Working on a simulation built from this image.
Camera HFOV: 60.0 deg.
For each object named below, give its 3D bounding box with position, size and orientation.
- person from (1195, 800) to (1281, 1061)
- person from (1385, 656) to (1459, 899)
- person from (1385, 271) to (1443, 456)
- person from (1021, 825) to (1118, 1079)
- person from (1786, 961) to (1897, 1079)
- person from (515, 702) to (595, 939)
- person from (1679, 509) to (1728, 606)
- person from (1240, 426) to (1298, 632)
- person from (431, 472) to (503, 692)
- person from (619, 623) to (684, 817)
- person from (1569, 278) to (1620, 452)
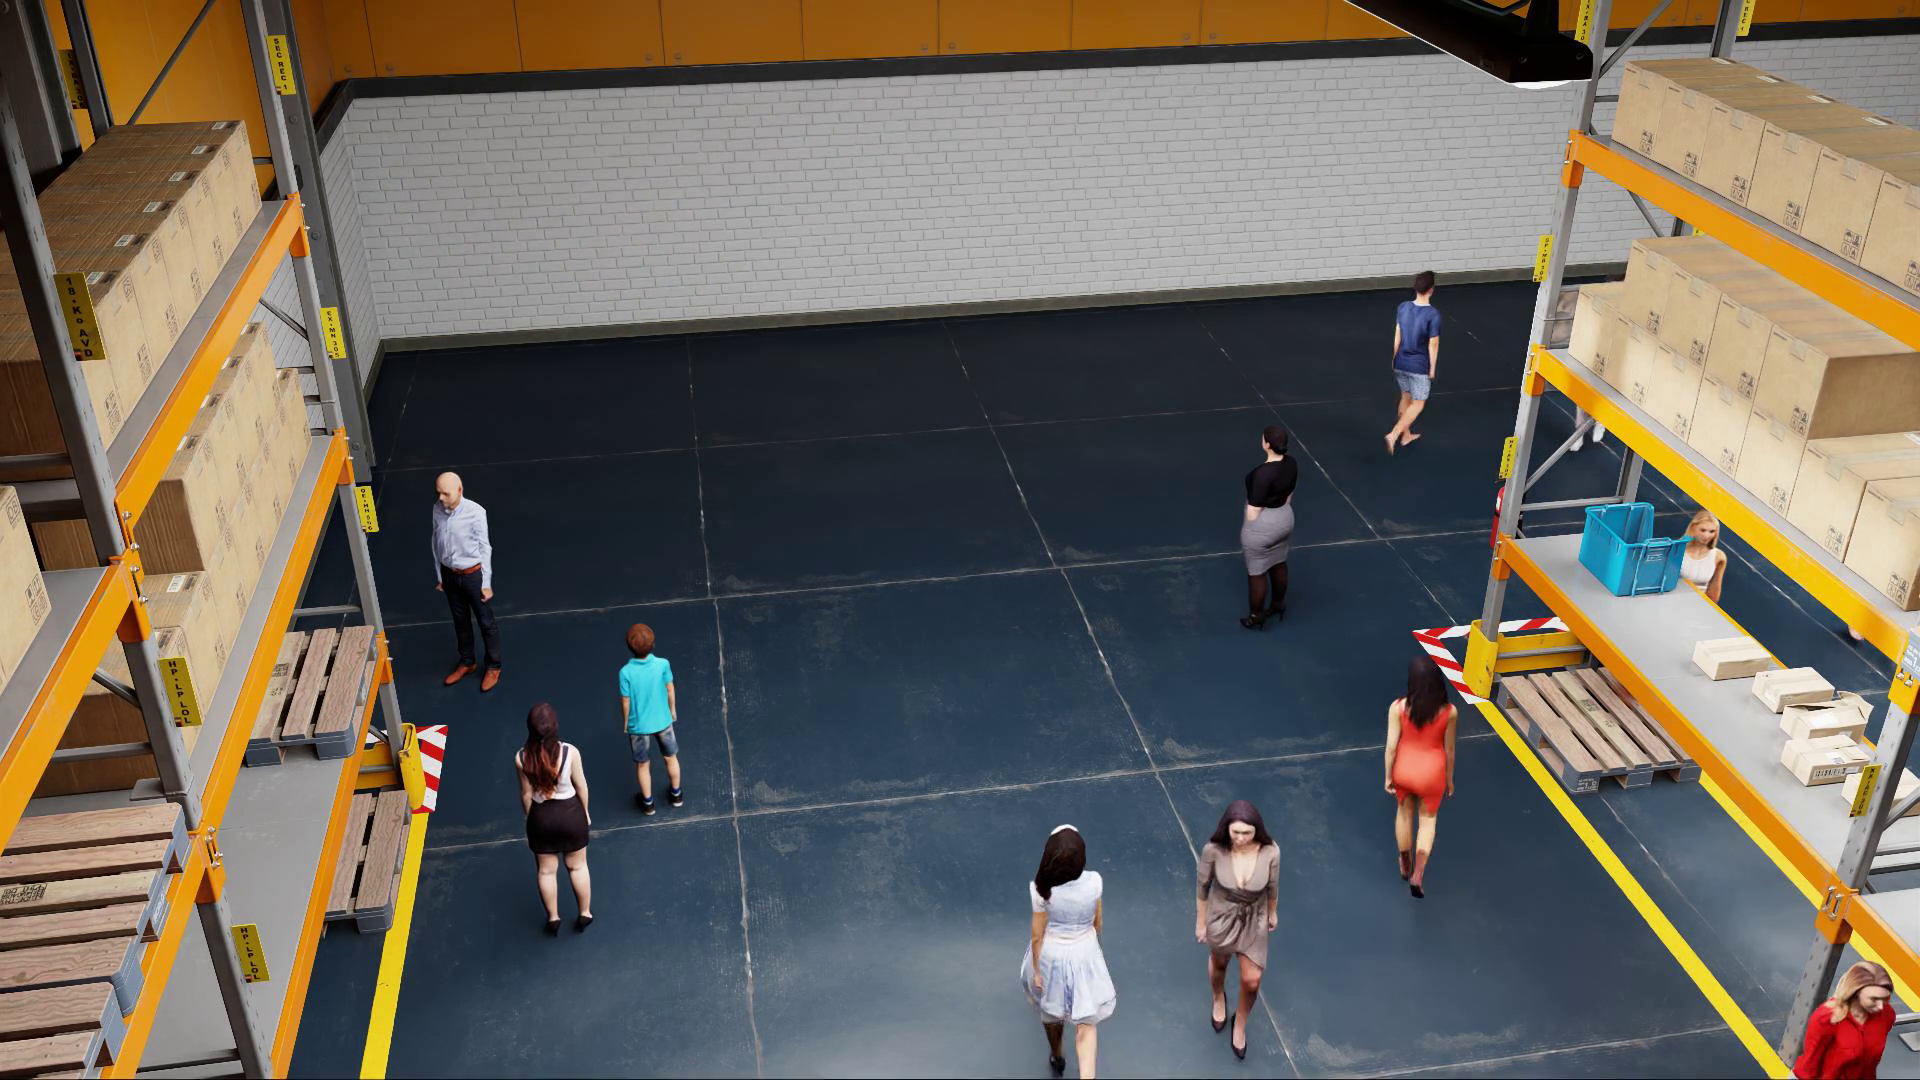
[{"bbox_3d":[1.548,2.084,9.347,0.721,1.723,0.767,4,29,7],"label":"person"},{"bbox_3d":[2.859,1.526,10.395,0.827,1.698,0.972,8,30,15],"label":"person"},{"bbox_3d":[4.356,-1.682,16.142,1.038,1.827,1.022,25,37,38],"label":"person"},{"bbox_3d":[0.596,2.328,8.824,0.729,1.795,1.063,-3,29,-5],"label":"person"},{"bbox_3d":[4.267,2.697,8.293,0.705,1.656,1.157,-2,29,-4],"label":"person"},{"bbox_3d":[-2.456,1.706,10.118,0.560,1.649,0.528,-7,29,-13],"label":"person"},{"bbox_3d":[5.211,0.556,12.071,0.714,1.797,0.745,6,29,10],"label":"person"},{"bbox_3d":[2.479,-0.093,13.302,0.784,1.757,0.813,-25,37,-38],"label":"person"},{"bbox_3d":[-3.743,0.285,12.574,0.726,1.790,0.726,8,30,15],"label":"person"},{"bbox_3d":[-2.100,1.202,11.251,0.569,1.449,0.548,-13,31,-23],"label":"person"},{"bbox_3d":[6.259,-1.752,16.288,0.897,1.810,0.956,20,34,32],"label":"person"}]
